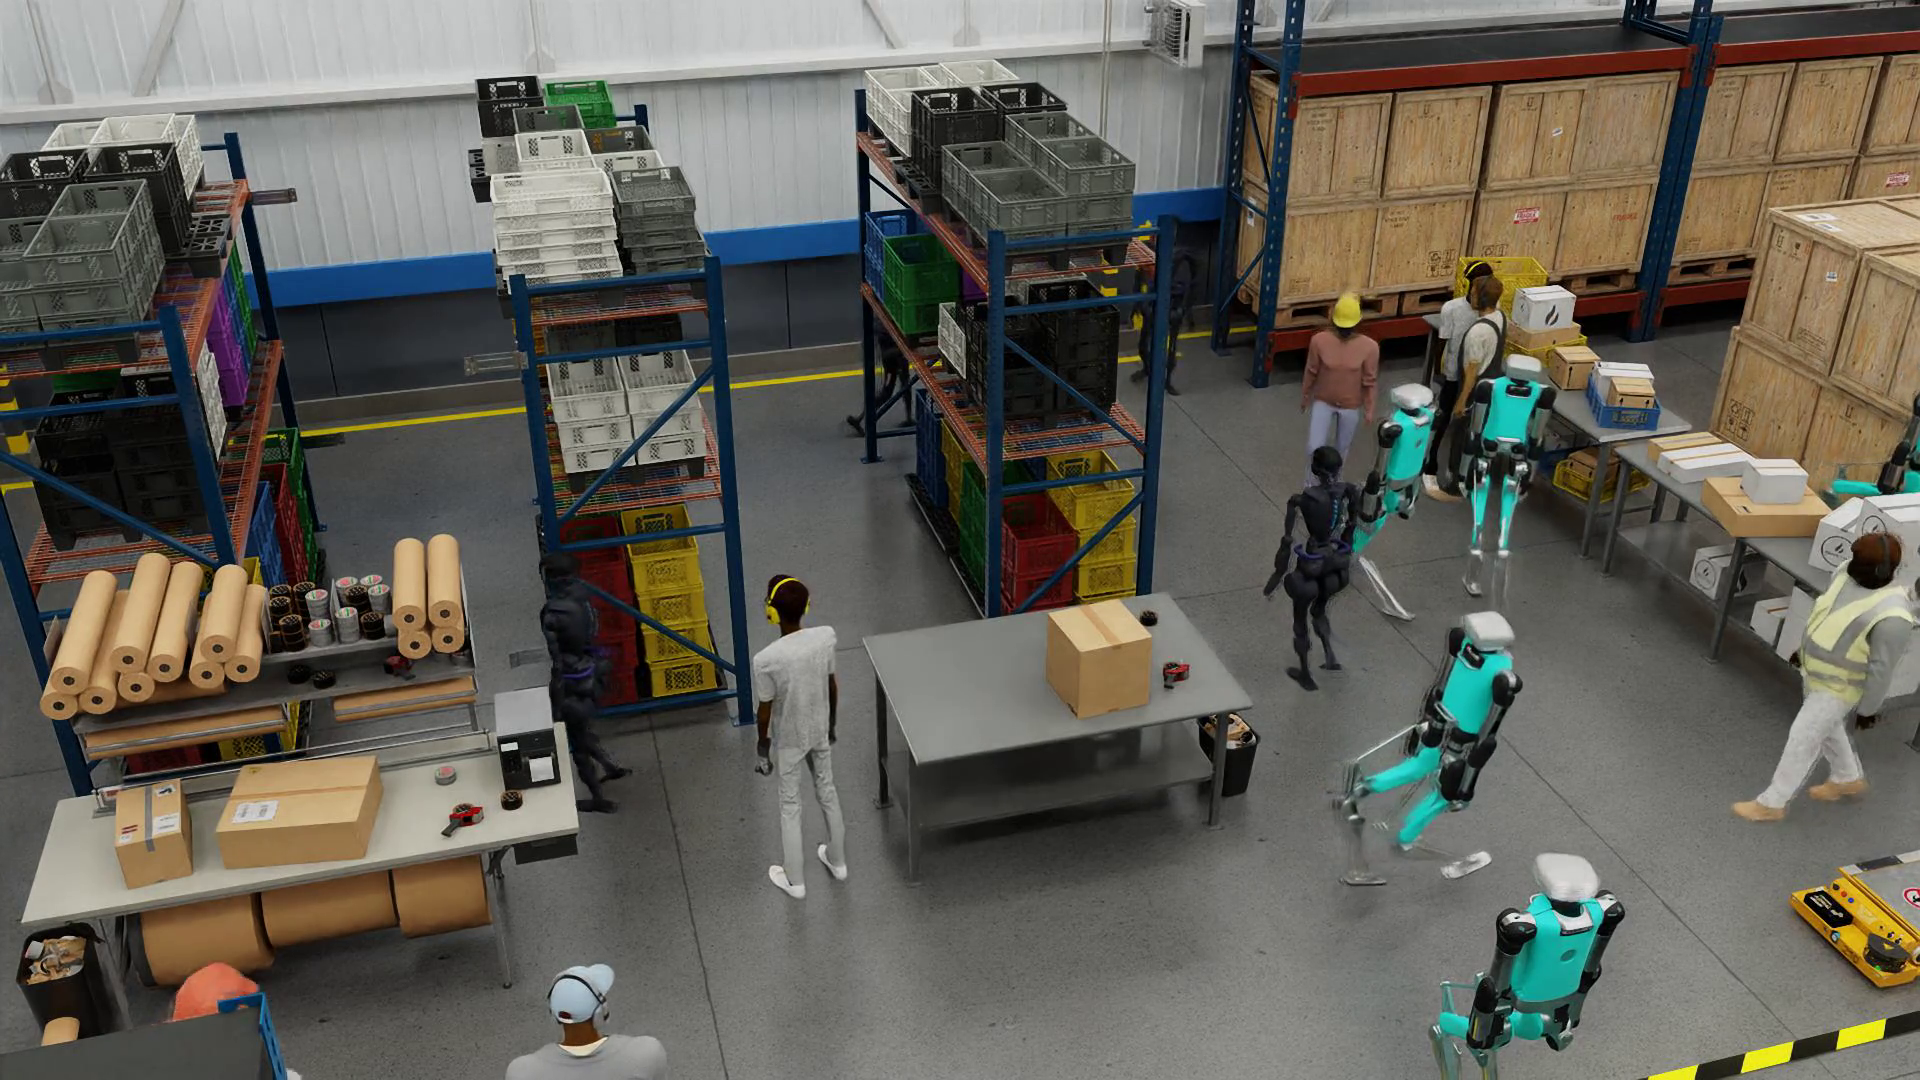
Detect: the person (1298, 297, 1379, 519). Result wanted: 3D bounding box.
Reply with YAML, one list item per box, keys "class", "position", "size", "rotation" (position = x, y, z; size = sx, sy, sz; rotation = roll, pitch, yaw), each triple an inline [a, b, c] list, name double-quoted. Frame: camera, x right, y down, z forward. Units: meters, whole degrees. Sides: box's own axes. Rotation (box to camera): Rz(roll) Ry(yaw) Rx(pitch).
- class: "person"
  position: [2.810, -0.971, 12.399]
  size: [0.549, 1.742, 0.665]
  rotation: [7, 30, 12]

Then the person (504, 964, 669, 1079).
- class: "person"
  position: [-1.353, 2.333, 6.273]
  size: [0.595, 1.849, 0.389]
  rotation: [-7, 30, -13]

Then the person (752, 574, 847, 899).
- class: "person"
  position: [-0.838, 1.024, 8.651]
  size: [0.501, 1.860, 0.341]
  rotation: [-20, 35, -32]

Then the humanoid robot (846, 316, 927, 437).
- class: "humanoid robot"
  position: [-0.616, -1.649, 13.733]
  size: [0.718, 1.639, 0.603]
  rotation: [-5, 29, -9]

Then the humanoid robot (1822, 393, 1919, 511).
- class: "humanoid robot"
  position: [6.456, -0.484, 11.538]
  size: [0.558, 1.743, 1.037]
  rotation: [-14, 32, -23]

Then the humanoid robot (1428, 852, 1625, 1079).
- class: "humanoid robot"
  position: [2.298, 1.895, 7.049]
  size: [0.533, 1.677, 0.735]
  rotation: [-8, 30, -14]

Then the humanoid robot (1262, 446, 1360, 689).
- class: "humanoid robot"
  position: [2.205, 0.174, 10.387]
  size: [0.601, 1.649, 0.336]
  rotation: [-12, 31, -21]

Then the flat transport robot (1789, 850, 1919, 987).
- class: "flat transport robot"
  position: [5.163, 1.916, 8.676]
  size: [1.431, 0.231, 0.659]
  rotation: [-8, 30, -14]

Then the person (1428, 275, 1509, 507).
- class: "person"
  position: [3.880, -1.121, 12.568]
  size: [0.345, 1.846, 0.513]
  rotation: [22, 35, 34]

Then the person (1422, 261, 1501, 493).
- class: "person"
  position: [3.862, -1.245, 12.767]
  size: [0.527, 1.867, 0.317]
  rotation: [-8, 30, -15]

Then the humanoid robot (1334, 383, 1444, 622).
- class: "humanoid robot"
  position: [2.758, -0.322, 11.267]
  size: [0.533, 1.742, 1.049]
  rotation: [-19, 34, -31]

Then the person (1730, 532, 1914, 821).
- class: "person"
  position: [4.847, 0.750, 9.189]
  size: [0.796, 1.814, 0.638]
  rotation: [1, 29, 2]

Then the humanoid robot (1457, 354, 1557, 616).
- class: "humanoid robot"
  position: [3.674, -0.267, 11.242]
  size: [0.565, 1.901, 0.755]
  rotation: [2, 29, 4]

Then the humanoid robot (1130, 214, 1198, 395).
- class: "humanoid robot"
  position: [1.786, -2.064, 14.462]
  size: [0.594, 1.643, 0.426]
  rotation: [12, 31, 21]

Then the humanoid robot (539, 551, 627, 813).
- class: "humanoid robot"
  position: [-2.140, 0.809, 9.232]
  size: [0.338, 1.648, 0.611]
  rotation: [4, 29, 7]

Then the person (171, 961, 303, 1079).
- class: "person"
  position: [-2.577, 2.382, 6.009]
  size: [0.614, 2.019, 0.719]
  rotation: [1, 29, 2]

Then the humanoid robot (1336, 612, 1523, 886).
- class: "humanoid robot"
  position: [2.337, 1.180, 8.525]
  size: [1.060, 1.736, 0.555]
  rotation: [-8, 30, -13]
